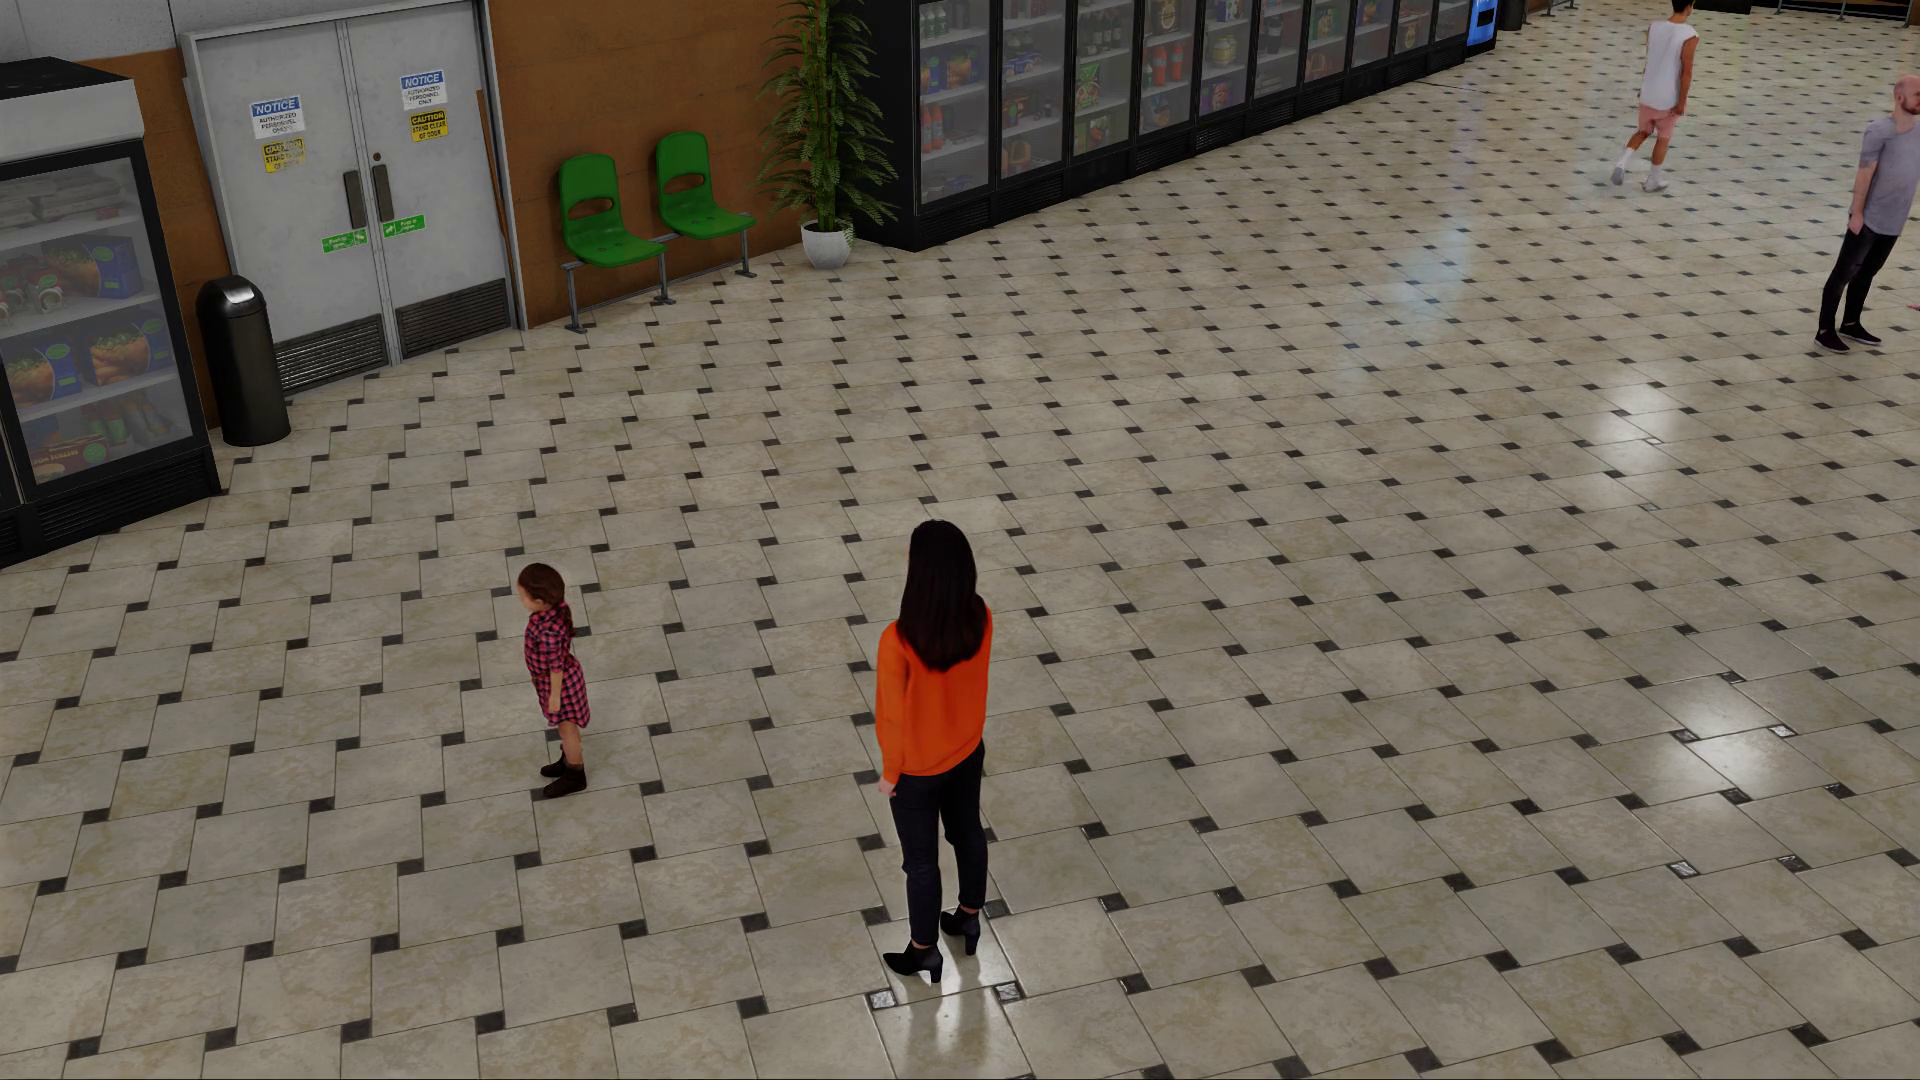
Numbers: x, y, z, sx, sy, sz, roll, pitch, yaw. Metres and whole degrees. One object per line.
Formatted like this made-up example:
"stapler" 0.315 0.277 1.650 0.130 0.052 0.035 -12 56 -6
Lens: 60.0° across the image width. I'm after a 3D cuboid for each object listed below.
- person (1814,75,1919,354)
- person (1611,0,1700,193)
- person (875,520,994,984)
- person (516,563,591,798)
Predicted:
"person" 6.154 -2.190 11.150 0.745 1.837 0.719 -14 30 -26
"person" 6.125 -3.932 14.658 0.850 1.771 0.901 -17 31 -30
"person" -0.075 0.712 5.526 0.630 1.748 0.572 -24 36 -39
"person" -1.608 0.550 6.652 0.565 1.018 0.498 -5 27 -10
